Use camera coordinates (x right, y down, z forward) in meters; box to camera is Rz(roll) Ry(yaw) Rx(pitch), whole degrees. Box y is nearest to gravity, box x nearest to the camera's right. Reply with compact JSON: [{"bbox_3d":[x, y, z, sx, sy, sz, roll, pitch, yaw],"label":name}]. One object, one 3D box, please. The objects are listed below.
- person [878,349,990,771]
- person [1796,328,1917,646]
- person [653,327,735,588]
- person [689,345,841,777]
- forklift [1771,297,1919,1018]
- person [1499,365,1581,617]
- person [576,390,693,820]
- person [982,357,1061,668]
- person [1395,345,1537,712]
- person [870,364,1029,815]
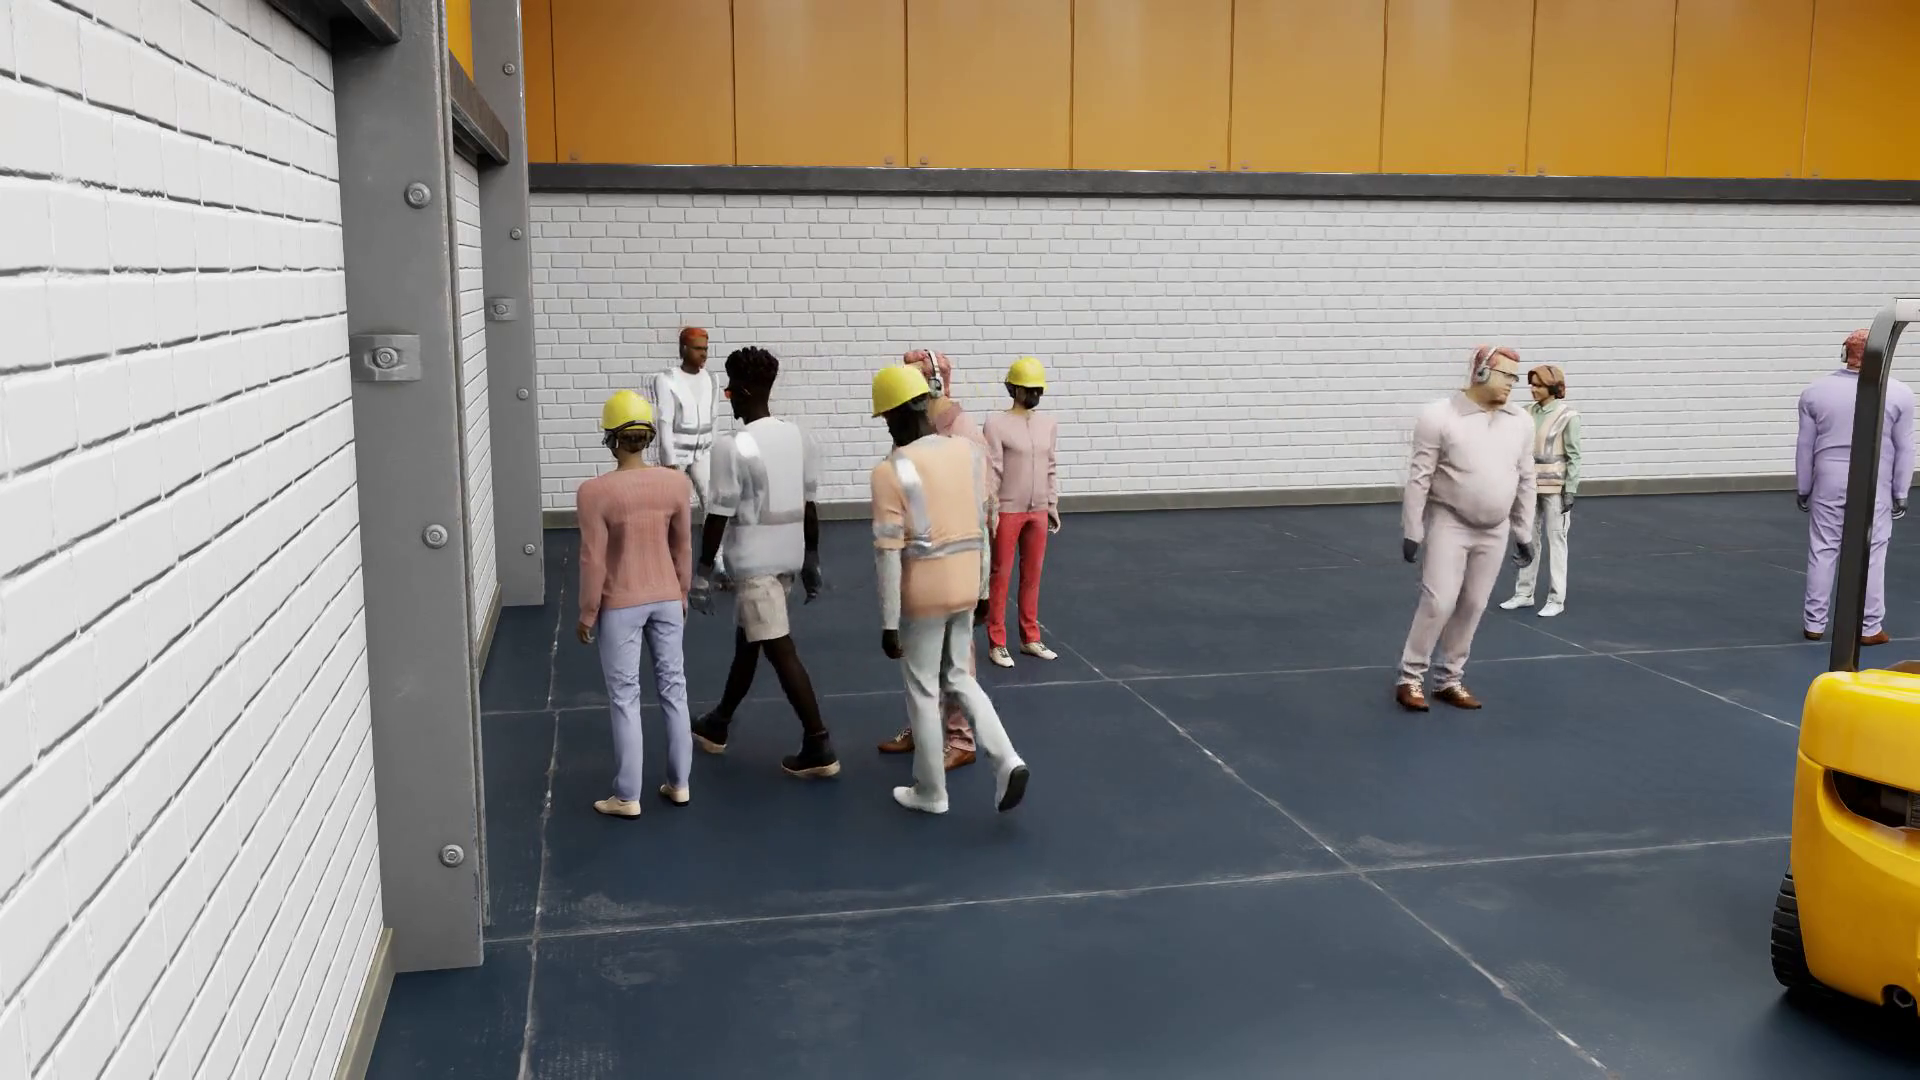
[{"bbox_3d":[-0.143,0.091,7.534,0.403,1.906,0.652,-6,11,-31],"label":"person"},{"bbox_3d":[5.381,-0.317,10.019,0.639,1.909,0.409,7,12,37],"label":"person"},{"bbox_3d":[-1.849,-0.552,11.633,0.600,1.846,0.878,-9,13,-43],"label":"person"},{"bbox_3d":[-0.926,0.092,7.478,1.014,1.915,0.612,6,11,32],"label":"person"},{"bbox_3d":[3.542,0.334,5.177,2.313,2.155,1.214,-9,13,-43],"label":"forklift"},{"bbox_3d":[3.801,-0.319,10.848,0.311,1.636,0.523,-5,11,-30],"label":"person"},{"bbox_3d":[-1.343,0.268,6.875,0.522,1.769,0.317,-8,12,-40],"label":"person"},{"bbox_3d":[0.359,-0.163,9.514,0.523,1.767,0.313,-7,12,-36],"label":"person"},{"bbox_3d":[2.609,-0.049,8.490,0.685,1.880,0.440,-2,10,-14],"label":"person"},{"bbox_3d":[-0.062,0.236,6.717,0.654,1.883,0.638,-8,12,-41],"label":"person"}]
